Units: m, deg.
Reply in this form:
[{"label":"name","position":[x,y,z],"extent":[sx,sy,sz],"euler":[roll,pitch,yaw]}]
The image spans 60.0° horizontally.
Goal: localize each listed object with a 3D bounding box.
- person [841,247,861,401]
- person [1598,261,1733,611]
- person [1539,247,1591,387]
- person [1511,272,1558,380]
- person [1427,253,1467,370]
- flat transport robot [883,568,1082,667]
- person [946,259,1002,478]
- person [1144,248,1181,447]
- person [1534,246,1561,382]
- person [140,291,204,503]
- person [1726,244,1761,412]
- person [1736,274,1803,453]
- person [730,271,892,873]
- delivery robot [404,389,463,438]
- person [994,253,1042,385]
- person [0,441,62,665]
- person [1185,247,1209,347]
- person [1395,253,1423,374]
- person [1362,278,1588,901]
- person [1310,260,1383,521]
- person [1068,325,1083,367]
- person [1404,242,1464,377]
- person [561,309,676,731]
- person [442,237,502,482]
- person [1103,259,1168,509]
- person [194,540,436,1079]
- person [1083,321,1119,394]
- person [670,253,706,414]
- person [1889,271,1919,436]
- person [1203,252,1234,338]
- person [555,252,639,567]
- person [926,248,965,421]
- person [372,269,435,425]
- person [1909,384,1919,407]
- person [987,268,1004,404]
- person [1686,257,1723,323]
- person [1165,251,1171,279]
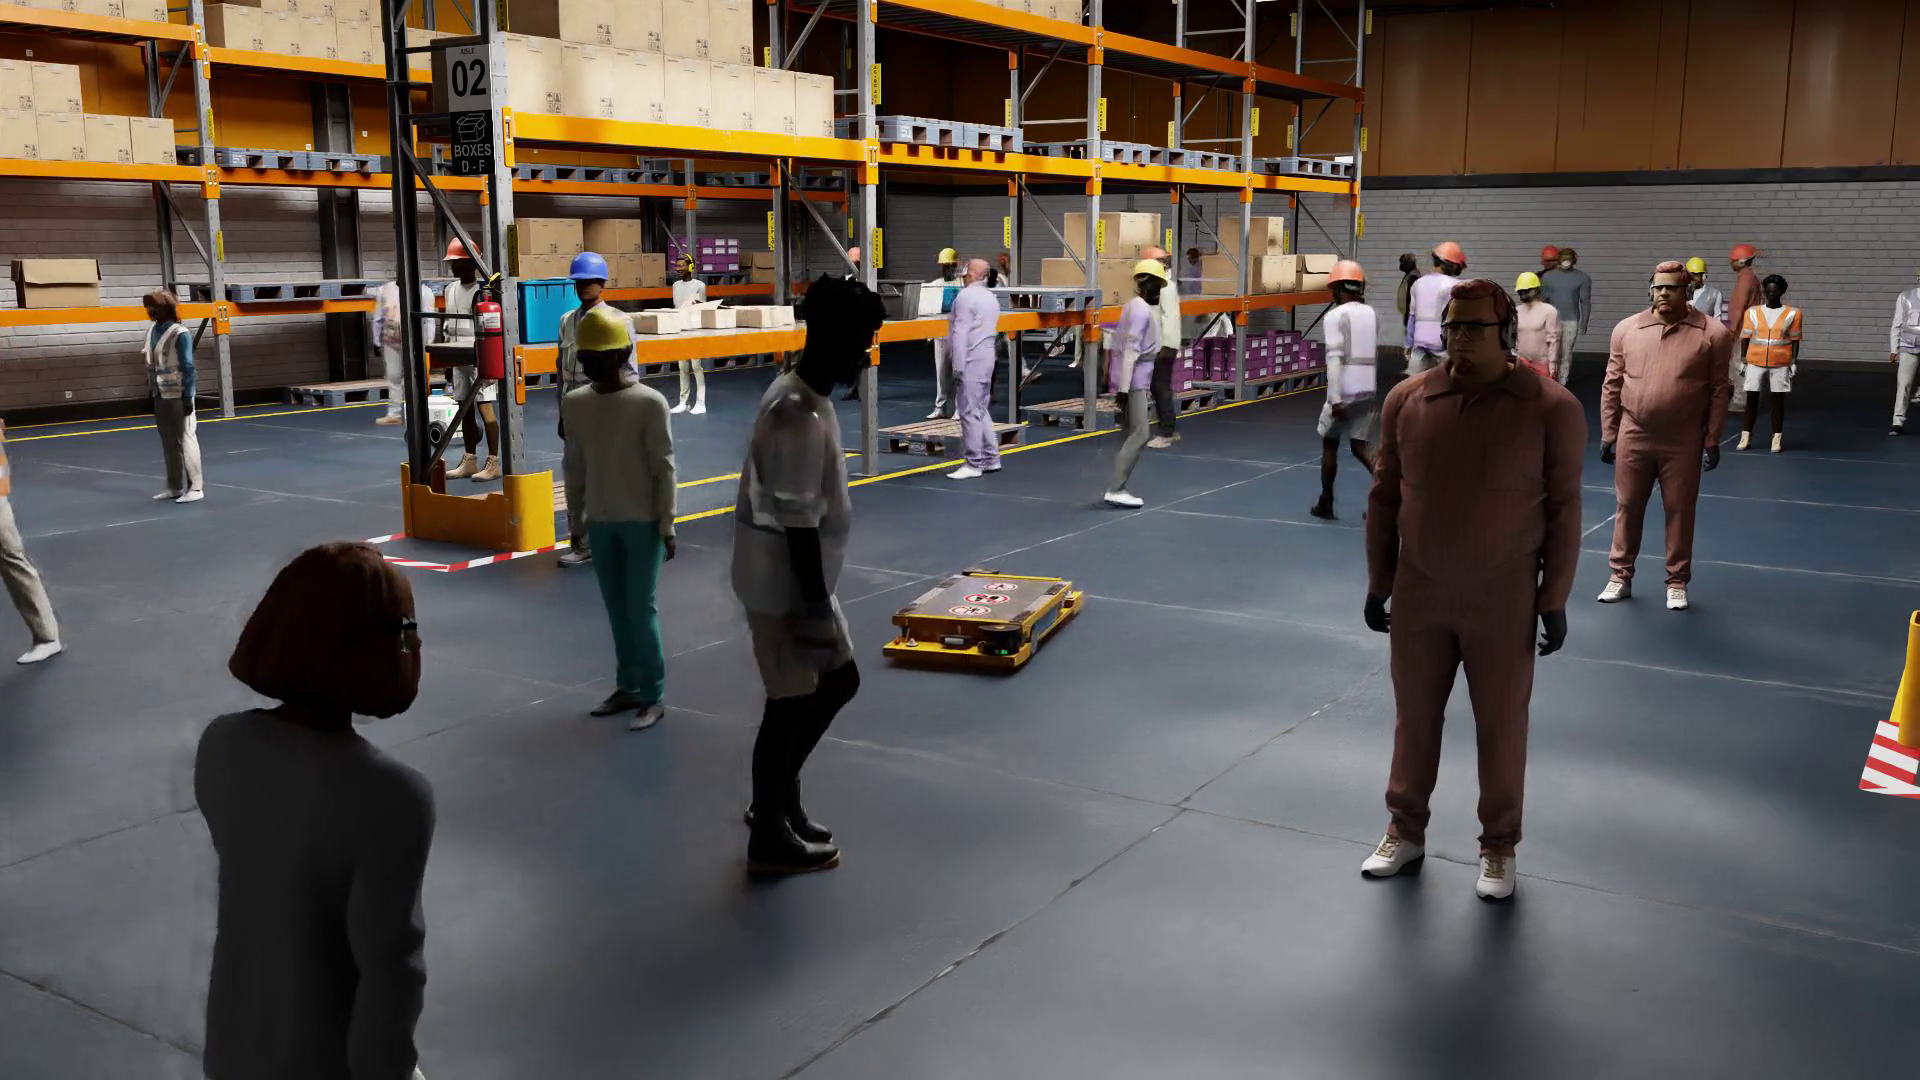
[{"label":"person","position":[-1.290,-2.696,20.894],"extent":[0.558,1.929,0.415],"euler":[5,12,28]},{"label":"person","position":[3.857,-0.571,9.165],"extent":[0.652,1.906,0.409],"euler":[6,12,31]},{"label":"person","position":[7.869,-2.841,21.708],"extent":[0.655,1.914,0.803],"euler":[4,11,22]},{"label":"person","position":[5.570,-1.721,16.088],"extent":[0.644,1.717,0.531],"euler":[-8,13,-39]},{"label":"person","position":[6.190,-2.748,21.309],"extent":[0.435,1.888,0.737],"euler":[5,11,26]},{"label":"flat transport robot","position":[0.149,0.373,8.469],"extent":[0.652,0.197,1.431],"euler":[3,11,17]},{"label":"person","position":[0.117,-1.449,14.178],"extent":[0.434,1.865,0.694],"euler":[4,11,20]},{"label":"person","position":[2.013,-1.885,16.371],"extent":[0.427,1.946,0.703],"euler":[-1,10,-7]},{"label":"person","position":[8.207,-3.114,23.154],"extent":[0.610,1.954,0.987],"euler":[5,11,25]},{"label":"person","position":[-6.101,-1.097,12.860],"extent":[0.538,1.631,0.330],"euler":[6,12,29]},{"label":"person","position":[9.202,-2.495,19.649],"extent":[0.440,1.977,0.617],"euler":[5,11,26]},{"label":"person","position":[7.731,-1.682,15.904],"extent":[0.541,1.696,0.315],"euler":[6,12,31]},{"label":"person","position":[-0.464,0.137,5.188],"extent":[0.536,1.926,0.669],"euler":[0,10,0]},{"label":"delivery robot","position":[-5.143,-1.247,16.396],"extent":[0.707,0.478,0.477],"euler":[6,12,32]},{"label":"person","position":[0.655,-3.081,23.273],"extent":[1.002,1.826,0.600],"euler":[5,11,27]},{"label":"person","position":[-4.678,-0.194,7.941],"extent":[0.591,1.602,0.531],"euler":[-7,12,-33]},{"label":"person","position":[4.143,-4.147,29.032],"extent":[0.778,1.887,0.627],"euler":[0,10,0]},{"label":"person","position":[6.816,-3.417,25.161],"extent":[0.437,1.824,0.639],"euler":[1,10,6]},{"label":"person","position":[1.560,0.153,5.156],"extent":[0.652,1.906,0.409],"euler":[6,12,31]},{"label":"person","position":[2.854,-1.046,11.869],"extent":[0.550,1.892,0.786],"euler":[-5,11,-27]},{"label":"person","position":[1.969,-3.661,26.391],"extent":[0.532,1.870,0.315],"euler":[6,12,31]},{"label":"person","position":[4.817,-1.991,16.805],"extent":[0.839,1.991,0.686],"euler":[-7,12,-33]},{"label":"person","position":[-1.411,-0.080,6.905],"extent":[0.536,1.738,0.482],"euler":[5,11,24]},{"label":"person","position":[-4.125,-1.502,13.960],"extent":[0.617,2.040,0.394],"euler":[6,12,31]},{"label":"person","position":[1.345,-1.190,12.665],"extent":[0.506,1.879,0.618],"euler":[0,10,0]},{"label":"person","position":[-0.919,0.783,2.549],"extent":[0.506,1.583,0.858],"euler":[5,11,26]},{"label":"person","position":[1.850,-2.784,21.363],"extent":[0.589,1.928,0.504],"euler":[6,12,32]},{"label":"person","position":[-3.180,-2.404,19.427],"extent":[0.532,1.870,0.315],"euler":[6,12,31]},{"label":"person","position":[9.904,-1.970,17.113],"extent":[0.600,1.833,0.404],"euler":[6,12,31]},{"label":"person","position":[4.156,-3.741,26.921],"extent":[0.934,1.847,0.574],"euler":[2,10,10]},{"label":"person","position":[-2.240,-0.781,10.206],"extent":[0.615,1.948,0.385],"euler":[6,12,31]},{"label":"person","position":[-0.127,-2.298,18.685],"extent":[0.603,1.925,0.385],"euler":[6,12,31]},{"label":"person","position":[-6.090,-2.134,18.109],"extent":[0.751,1.816,0.431],"euler":[0,10,-2]},{"label":"person","position":[11.781,-2.367,19.969],"extent":[0.828,1.590,0.515],"euler":[-8,13,-38]},{"label":"person","position":[0.292,-2.498,20.442],"extent":[0.552,1.680,0.477],"euler":[7,13,35]},{"label":"person","position":[8.113,-2.213,18.469],"extent":[0.600,1.831,0.404],"euler":[6,12,31]},{"label":"person","position":[2.927,-3.240,23.971],"extent":[0.732,1.892,0.646],"euler":[-5,11,-24]}]
